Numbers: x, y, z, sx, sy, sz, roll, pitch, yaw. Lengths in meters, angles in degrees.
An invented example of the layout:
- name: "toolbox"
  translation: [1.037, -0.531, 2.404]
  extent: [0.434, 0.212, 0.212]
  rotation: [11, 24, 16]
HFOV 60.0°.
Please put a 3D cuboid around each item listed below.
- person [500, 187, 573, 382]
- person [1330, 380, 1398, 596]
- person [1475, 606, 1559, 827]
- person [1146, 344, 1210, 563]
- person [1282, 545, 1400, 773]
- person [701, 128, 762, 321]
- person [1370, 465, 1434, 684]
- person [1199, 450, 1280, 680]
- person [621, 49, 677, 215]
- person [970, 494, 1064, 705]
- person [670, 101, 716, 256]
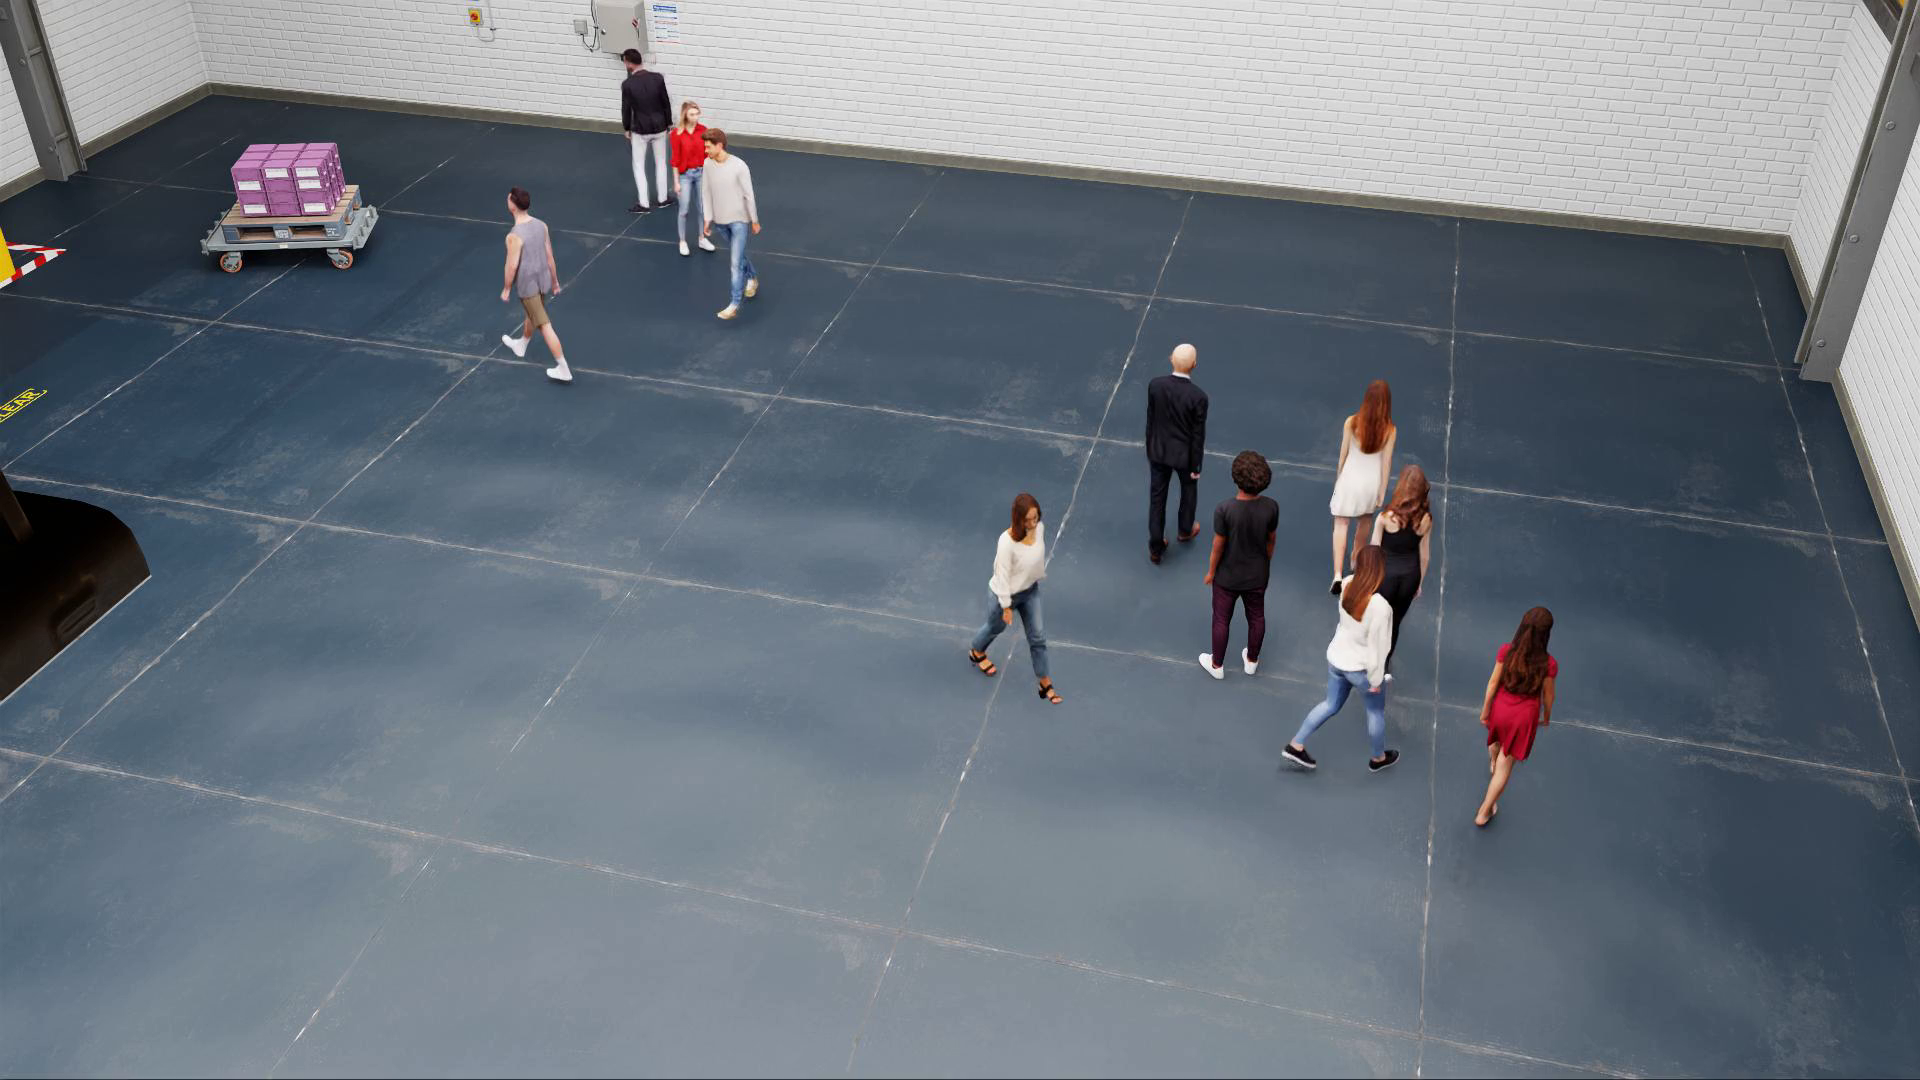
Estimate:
- name: "person"
  translation: [-3.804, -2.274, 15.078]
  extent: [0.857, 1.801, 1.118]
  rotation: [16, 37, 22]
- name: "person"
  translation: [2.960, -0.368, 12.342]
  extent: [0.544, 1.690, 1.020]
  rotation: [9, 35, 13]
- name: "person"
  translation: [3.396, 1.122, 10.255]
  extent: [0.708, 1.517, 1.039]
  rotation: [17, 37, 24]
- name: "person"
  translation: [1.588, -0.616, 12.636]
  extent: [0.766, 1.778, 0.903]
  rotation: [14, 36, 20]
- name: "person"
  translation: [2.454, 0.802, 10.613]
  extent: [1.073, 1.655, 1.058]
  rotation: [-10, 35, -15]
- name: "person"
  translation: [-2.226, -3.165, 16.425]
  extent: [0.801, 1.828, 1.251]
  rotation: [10, 35, 15]
- name: "person"
  translation: [2.948, 0.325, 11.264]
  extent: [0.747, 1.729, 0.904]
  rotation: [-1, 34, -1]
- name: "person"
  translation: [1.935, 0.180, 11.432]
  extent: [0.716, 1.784, 0.721]
  rotation: [-6, 34, -9]
- name: "person"
  translation: [-3.440, -4.570, 18.553]
  extent: [0.907, 1.812, 0.921]
  rotation: [-3, 34, -4]
- name: "person"
  translation: [0.310, 0.322, 11.350]
  extent: [1.073, 1.638, 1.122]
  rotation: [27, 42, 34]
- name: "person"
  translation: [-2.830, -3.816, 17.527]
  extent: [0.742, 1.691, 0.793]
  rotation: [-15, 36, -21]
